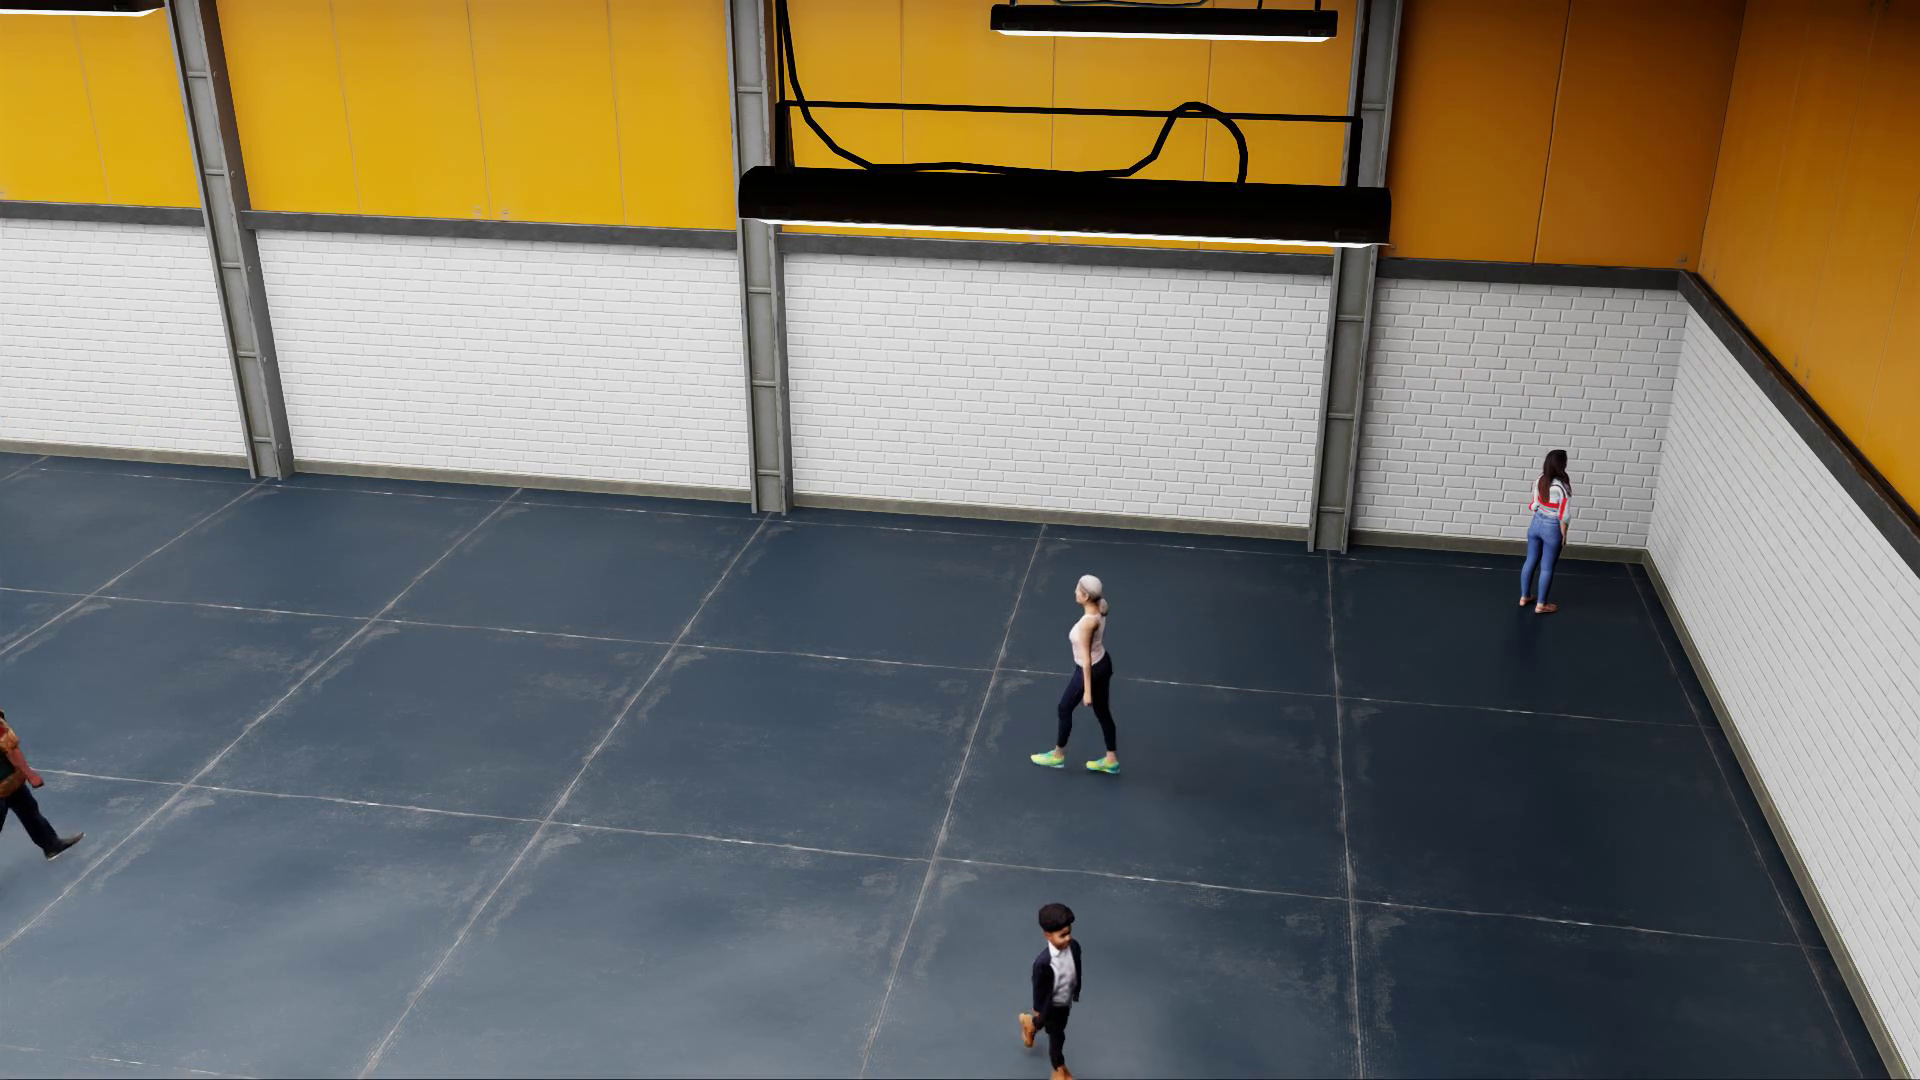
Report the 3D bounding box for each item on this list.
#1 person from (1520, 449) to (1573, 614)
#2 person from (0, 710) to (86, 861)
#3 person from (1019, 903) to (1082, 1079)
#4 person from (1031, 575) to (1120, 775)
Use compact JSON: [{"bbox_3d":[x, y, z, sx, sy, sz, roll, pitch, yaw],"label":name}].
[{"bbox_3d":[5.570,-0.102,15.786,0.698,1.613,0.660,-13,27,-27],"label":"person"},{"bbox_3d":[-6.786,1.679,11.524,1.247,1.763,1.128,17,29,34],"label":"person"},{"bbox_3d":[0.533,2.681,9.928,0.793,1.206,0.870,-17,29,-34],"label":"person"},{"bbox_3d":[1.114,1.087,12.985,0.969,1.678,0.736,8,25,18],"label":"person"}]
